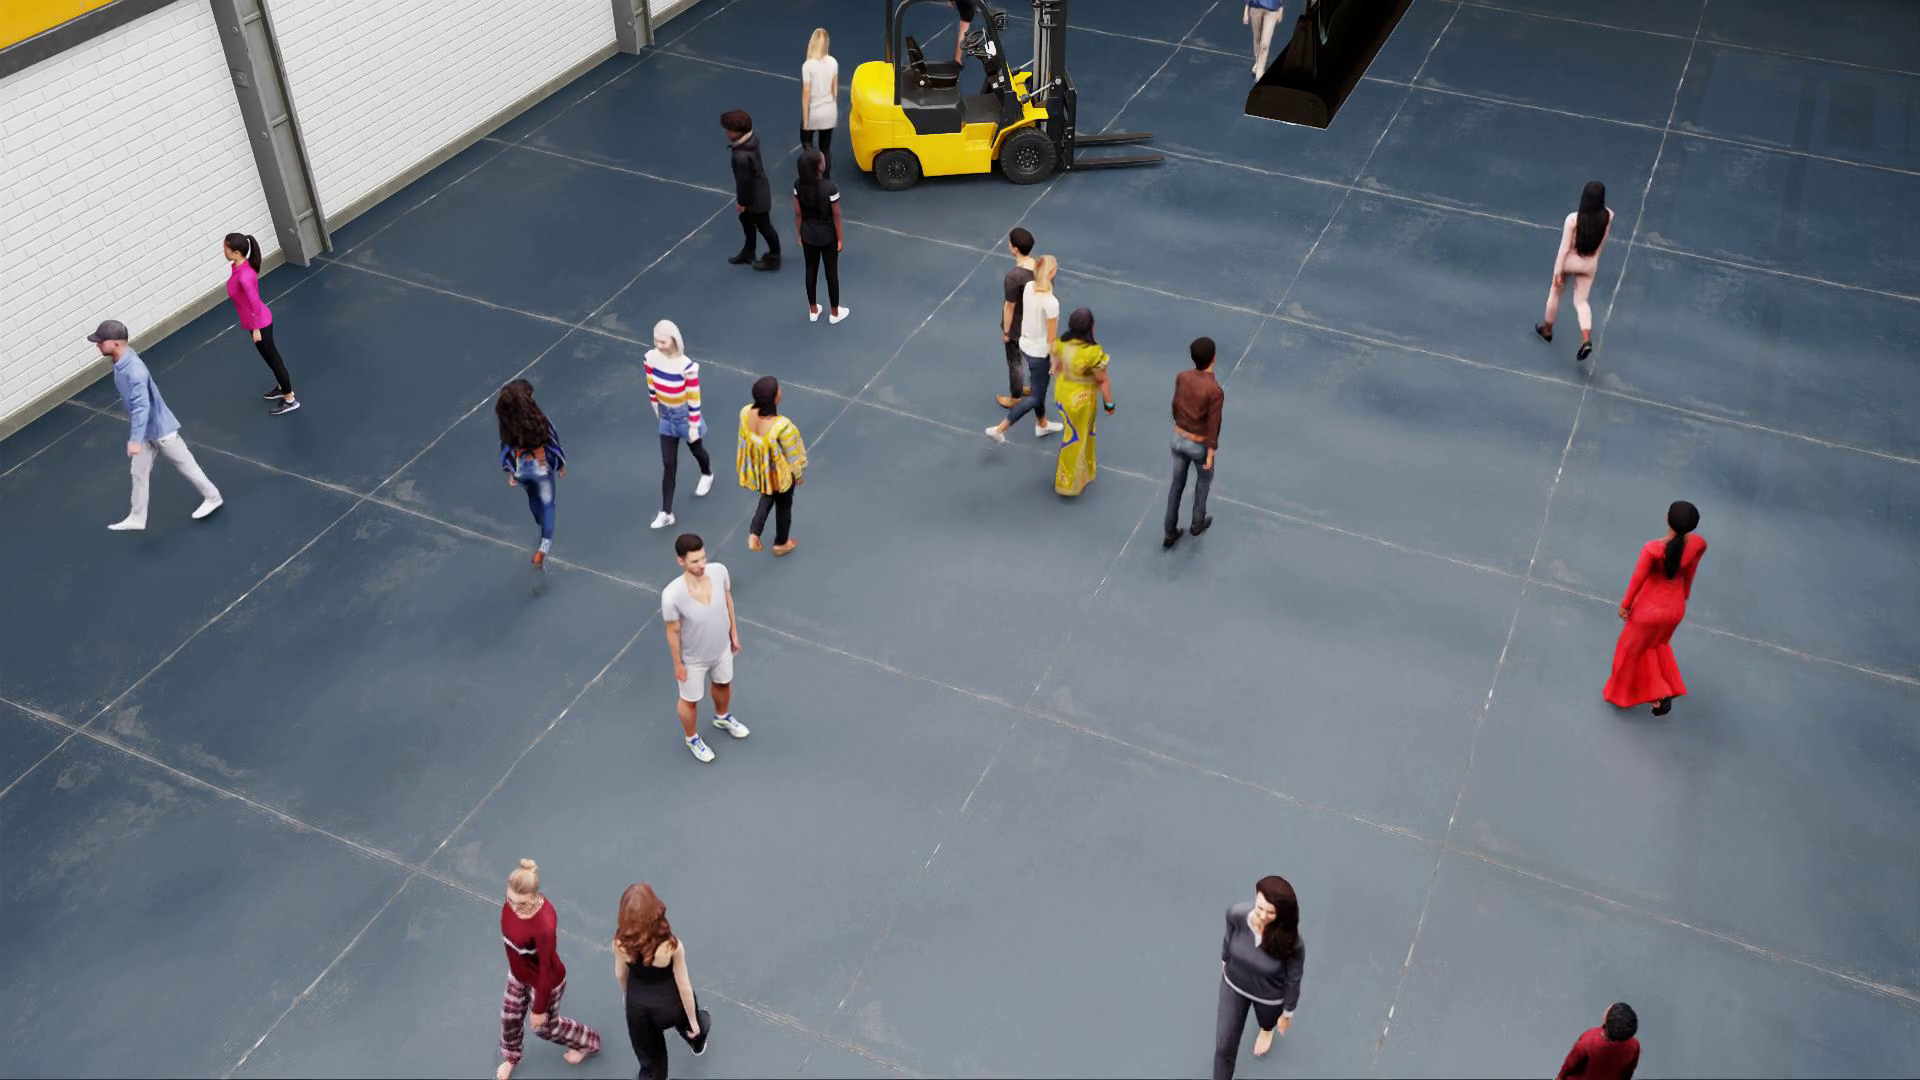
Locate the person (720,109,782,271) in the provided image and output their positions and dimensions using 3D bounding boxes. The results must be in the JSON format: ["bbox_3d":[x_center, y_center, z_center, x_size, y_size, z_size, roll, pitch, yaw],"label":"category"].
[{"bbox_3d":[-1.953,-3.408,16.274,0.874,1.739,0.840,2,39,3],"label":"person"}]

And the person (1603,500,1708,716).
[{"bbox_3d":[4.783,0.537,11.322,0.871,1.765,0.953,-7,39,-9],"label":"person"}]

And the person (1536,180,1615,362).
[{"bbox_3d":[5.634,-2.415,15.066,0.967,1.695,1.150,-5,39,-6],"label":"person"}]

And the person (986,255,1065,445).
[{"bbox_3d":[0.561,-1.531,13.889,1.125,1.783,1.004,-21,43,-24],"label":"person"}]

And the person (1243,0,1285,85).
[{"bbox_3d":[3.683,-6.383,20.080,0.693,1.649,1.118,12,40,14],"label":"person"}]

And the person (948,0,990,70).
[{"bbox_3d":[0.018,-6.526,20.252,0.704,1.648,0.971,24,45,27],"label":"person"}]

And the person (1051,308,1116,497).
[{"bbox_3d":[0.891,-1.083,13.455,1.020,1.635,0.946,-25,45,-28],"label":"person"}]

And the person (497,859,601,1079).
[{"bbox_3d":[-2.274,2.351,9.115,0.819,1.674,0.891,29,47,31],"label":"person"}]

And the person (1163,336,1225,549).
[{"bbox_3d":[1.763,-0.700,12.886,0.769,1.735,0.836,31,48,33],"label":"person"}]

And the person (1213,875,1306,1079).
[{"bbox_3d":[1.642,2.375,9.045,0.638,1.723,1.110,17,42,20],"label":"person"}]

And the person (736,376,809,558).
[{"bbox_3d":[-1.477,-0.493,12.701,0.767,1.644,0.807,23,44,26],"label":"person"}]

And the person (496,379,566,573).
[{"bbox_3d":[-3.277,-0.470,12.712,0.871,1.594,1.077,1,39,1],"label":"person"}]

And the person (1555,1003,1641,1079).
[{"bbox_3d":[3.362,2.906,8.761,0.577,1.248,0.610,-3,39,-4],"label":"person"}]

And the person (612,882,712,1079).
[{"bbox_3d":[-1.639,2.569,8.832,0.891,1.686,1.226,3,39,4],"label":"person"}]

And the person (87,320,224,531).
[{"bbox_3d":[-6.249,-0.923,13.082,0.908,1.840,1.189,30,47,32],"label":"person"}]

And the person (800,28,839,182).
[{"bbox_3d":[-1.415,-4.441,17.511,0.721,1.810,0.806,-25,45,-28],"label":"person"}]

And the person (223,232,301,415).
[{"bbox_3d":[-6.075,-1.896,14.422,0.738,1.699,0.691,-17,42,-21],"label":"person"}]

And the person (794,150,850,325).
[{"bbox_3d":[-1.315,-2.838,15.566,0.620,1.732,0.584,13,40,15],"label":"person"}]

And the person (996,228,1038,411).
[{"bbox_3d":[0.557,-1.909,14.419,0.593,1.712,0.745,-31,48,-33],"label":"person"}]

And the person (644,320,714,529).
[{"bbox_3d":[-2.179,-1.001,13.243,0.707,1.761,1.124,13,41,16],"label":"person"}]

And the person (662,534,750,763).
[{"bbox_3d":[-1.719,0.683,11.062,0.629,1.850,0.798,-31,48,-33],"label":"person"}]
